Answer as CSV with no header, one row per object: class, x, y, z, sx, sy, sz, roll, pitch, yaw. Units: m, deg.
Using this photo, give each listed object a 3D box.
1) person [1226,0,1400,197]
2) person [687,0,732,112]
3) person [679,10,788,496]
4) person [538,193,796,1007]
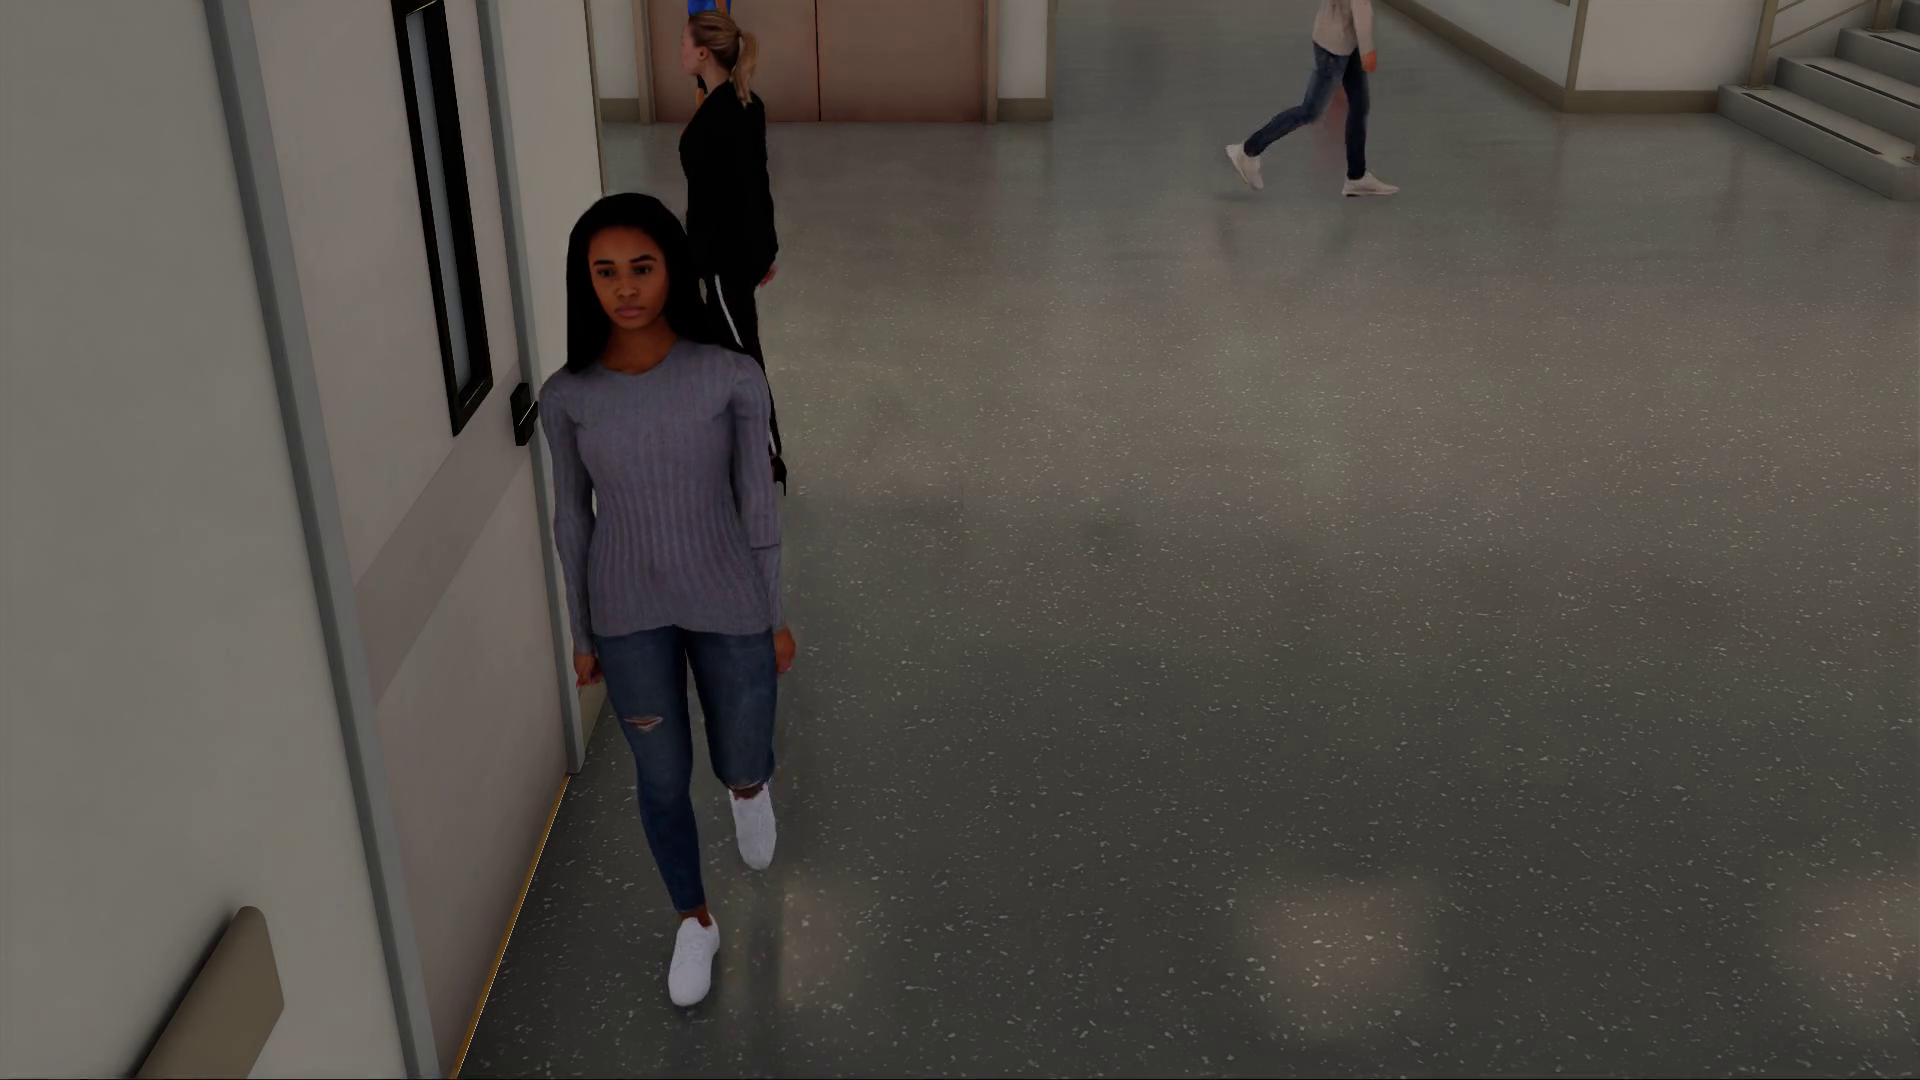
person,2.053,-2.834,9.513,1.310,1.808,0.872,6,26,13
person,-1.562,-3.288,10.384,0.665,1.869,0.677,-8,27,-16
person,-0.689,-0.917,5.669,0.655,1.695,0.698,6,26,13
person,-0.570,0.118,3.488,0.740,1.725,0.680,0,26,1
